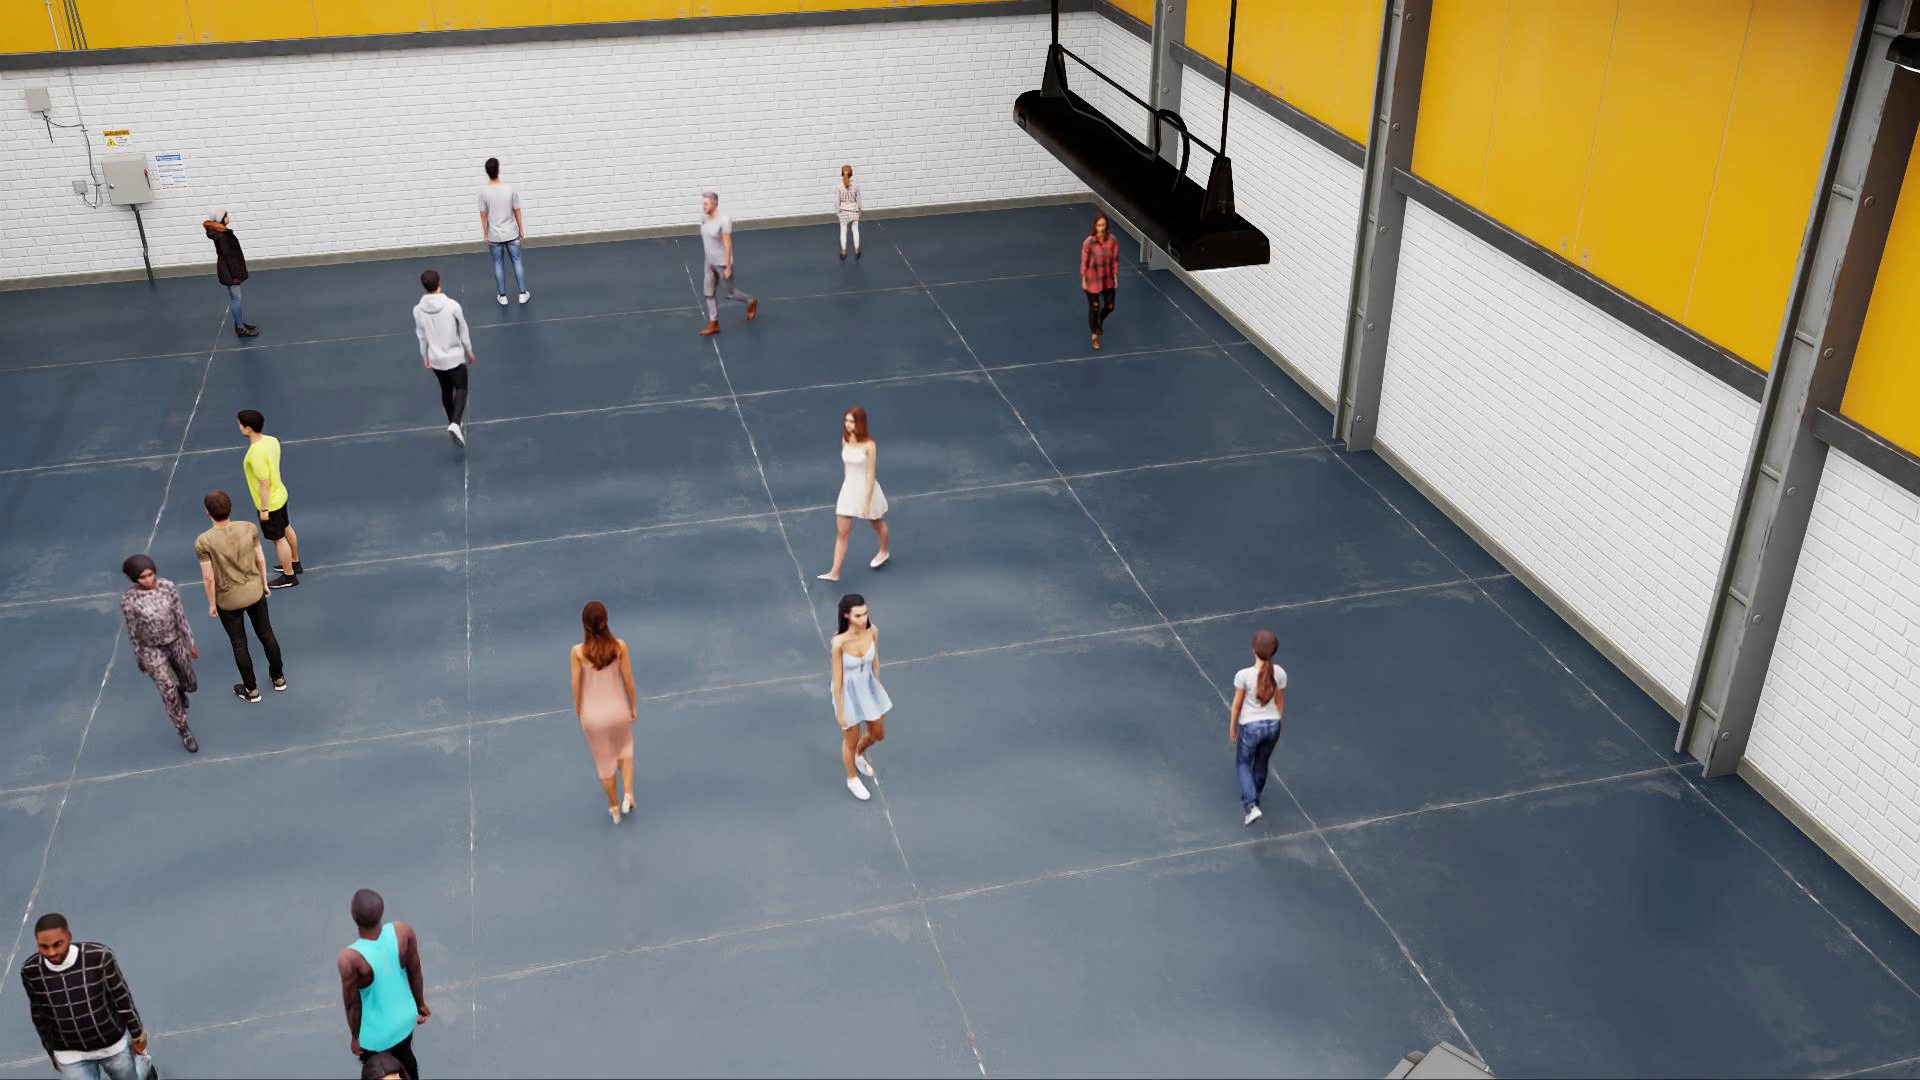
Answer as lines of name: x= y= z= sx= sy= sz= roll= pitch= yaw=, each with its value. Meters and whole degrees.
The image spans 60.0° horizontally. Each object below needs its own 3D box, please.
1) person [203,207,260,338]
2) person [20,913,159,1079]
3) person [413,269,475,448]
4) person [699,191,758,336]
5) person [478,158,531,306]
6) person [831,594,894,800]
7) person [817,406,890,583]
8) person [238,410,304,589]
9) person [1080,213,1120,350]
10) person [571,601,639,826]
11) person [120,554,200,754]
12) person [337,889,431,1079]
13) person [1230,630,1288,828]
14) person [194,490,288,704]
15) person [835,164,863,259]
person: x=-8.982 y=-3.314 z=20.473 sx=0.736 sy=1.634 sz=0.610 roll=-14 pitch=32 yaw=-24
person: x=-4.814 y=2.713 z=9.251 sx=0.671 sy=1.799 sz=1.013 roll=-7 pitch=29 yaw=-13
person: x=-5.438 y=-1.892 z=17.599 sx=0.842 sy=1.889 sz=1.147 roll=-2 pitch=29 yaw=-3
person: x=-2.892 y=-3.437 z=20.530 sx=1.181 sy=1.794 sz=1.136 roll=23 pitch=36 yaw=35
person: x=-5.892 y=-3.973 z=21.418 sx=0.673 sy=1.885 sz=0.543 roll=-8 pitch=30 yaw=-15
person: x=-0.826 y=1.113 z=12.264 sx=0.718 sy=1.723 sz=0.775 roll=-21 pitch=35 yaw=-33
person: x=-0.835 y=-0.444 z=15.181 sx=1.106 sy=1.662 sz=1.087 roll=19 pitch=34 yaw=31
person: x=-6.236 y=-0.395 z=15.044 sx=0.723 sy=1.708 sz=0.510 roll=-3 pitch=29 yaw=-5
person: x=1.676 y=-3.159 z=20.127 sx=0.649 sy=1.692 sz=0.705 roll=-5 pitch=29 yaw=-8
person: x=-2.523 y=1.290 z=11.834 sx=0.575 sy=1.823 sz=0.567 roll=-7 pitch=29 yaw=-13
person: x=-6.149 y=0.821 z=12.821 sx=0.791 sy=1.702 sz=0.963 roll=-21 pitch=35 yaw=-33
person: x=-3.131 y=2.727 z=9.233 sx=1.047 sy=1.790 sz=0.927 roll=22 pitch=36 yaw=35
person: x=2.165 y=1.384 z=11.955 sx=0.636 sy=1.543 sz=0.895 roll=-2 pitch=29 yaw=-3
person: x=-5.786 y=0.440 z=13.363 sx=0.746 sy=1.852 sz=0.744 roll=-25 pitch=37 yaw=-38
person: x=-1.548 y=-4.582 z=23.132 sx=0.548 sy=1.312 sz=0.526 roll=-4 pitch=29 yaw=-7
